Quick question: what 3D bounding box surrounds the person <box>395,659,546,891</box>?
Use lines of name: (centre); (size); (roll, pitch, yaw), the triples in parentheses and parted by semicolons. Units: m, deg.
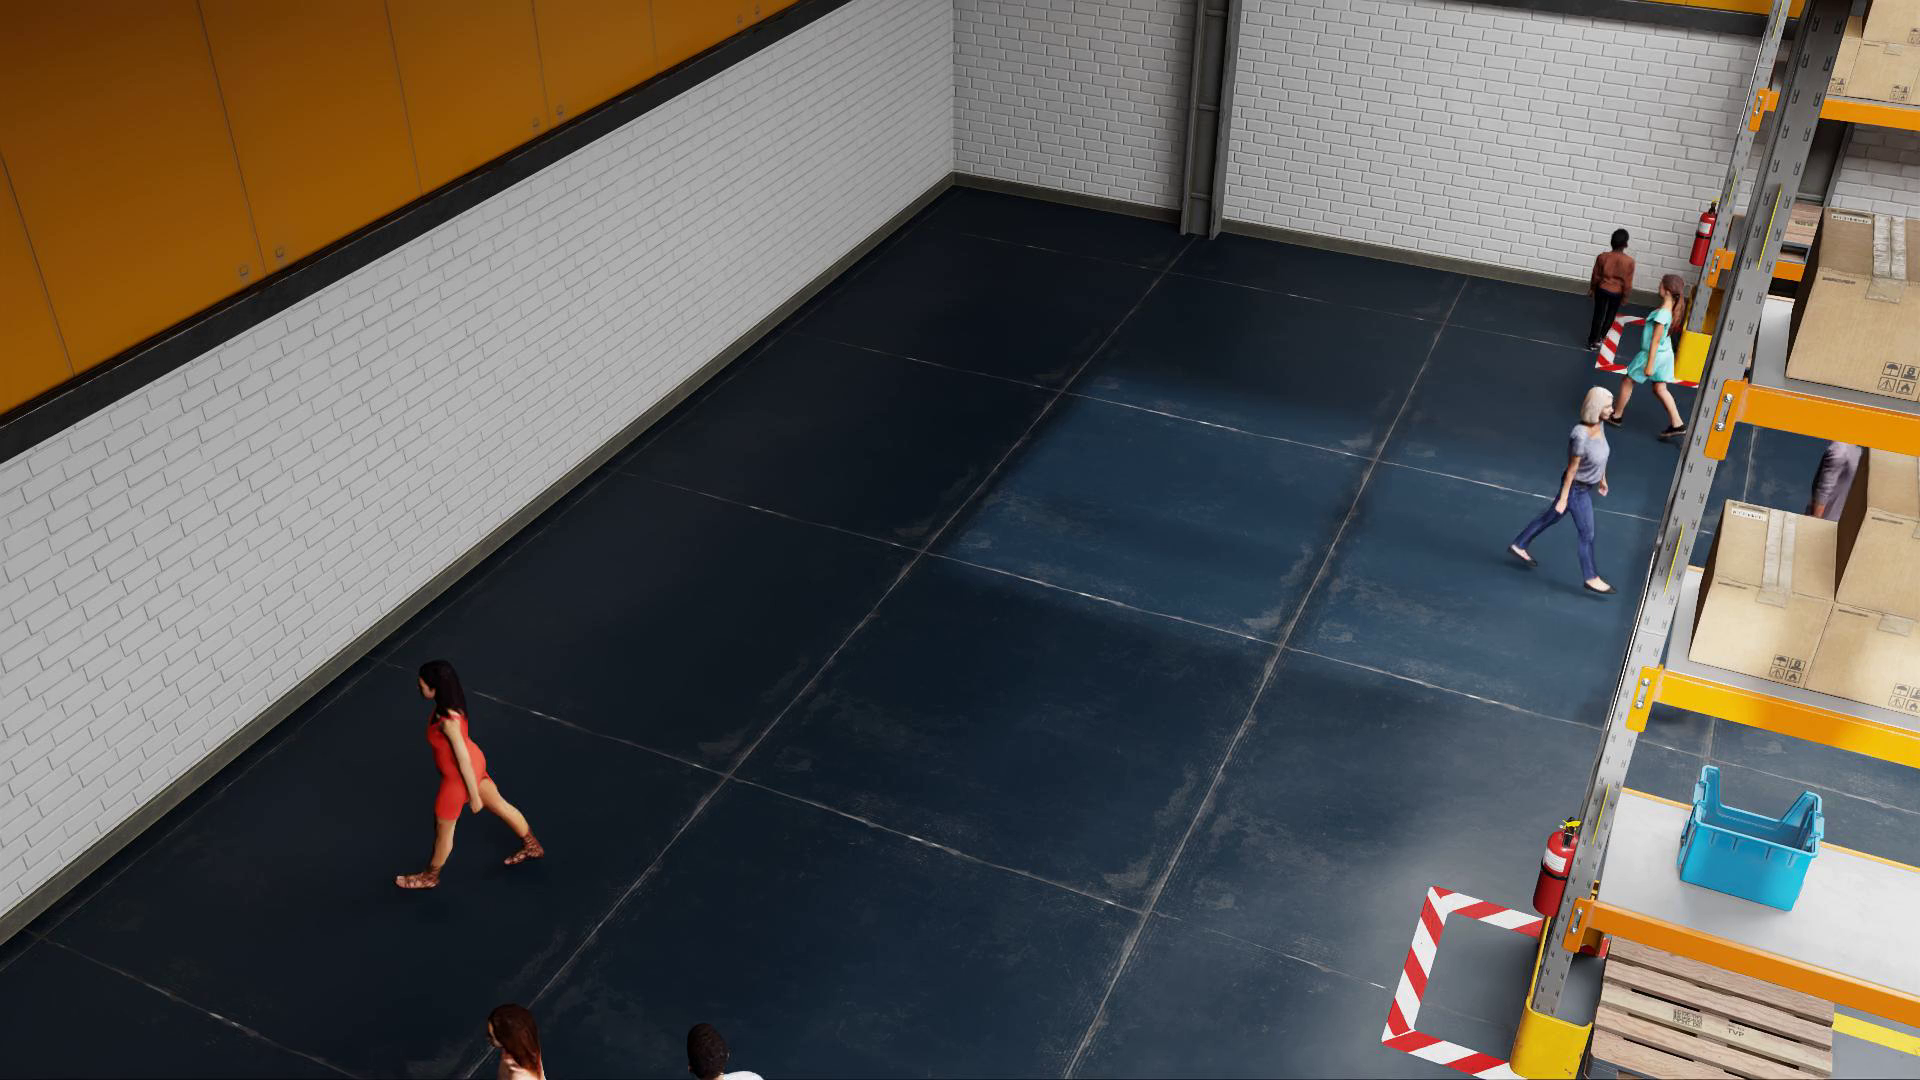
person: (-2.906, 1.415, 10.026); (1.190, 1.667, 1.079); (-8, 35, -12)

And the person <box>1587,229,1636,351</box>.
person: (6.312, -2.412, 16.165); (0.510, 1.246, 0.600); (14, 36, 20)

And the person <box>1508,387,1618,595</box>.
person: (4.655, -0.426, 12.784); (1.149, 1.680, 0.716); (21, 39, 28)

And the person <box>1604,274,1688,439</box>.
person: (6.200, -1.590, 14.670); (0.826, 1.531, 1.125); (-27, 42, -34)

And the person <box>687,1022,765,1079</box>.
person: (-1.047, 2.976, 7.544); (0.973, 1.816, 1.214); (-26, 41, -33)

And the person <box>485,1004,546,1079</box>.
person: (-2.046, 2.797, 8.140); (1.000, 1.454, 0.975); (-14, 36, -20)
